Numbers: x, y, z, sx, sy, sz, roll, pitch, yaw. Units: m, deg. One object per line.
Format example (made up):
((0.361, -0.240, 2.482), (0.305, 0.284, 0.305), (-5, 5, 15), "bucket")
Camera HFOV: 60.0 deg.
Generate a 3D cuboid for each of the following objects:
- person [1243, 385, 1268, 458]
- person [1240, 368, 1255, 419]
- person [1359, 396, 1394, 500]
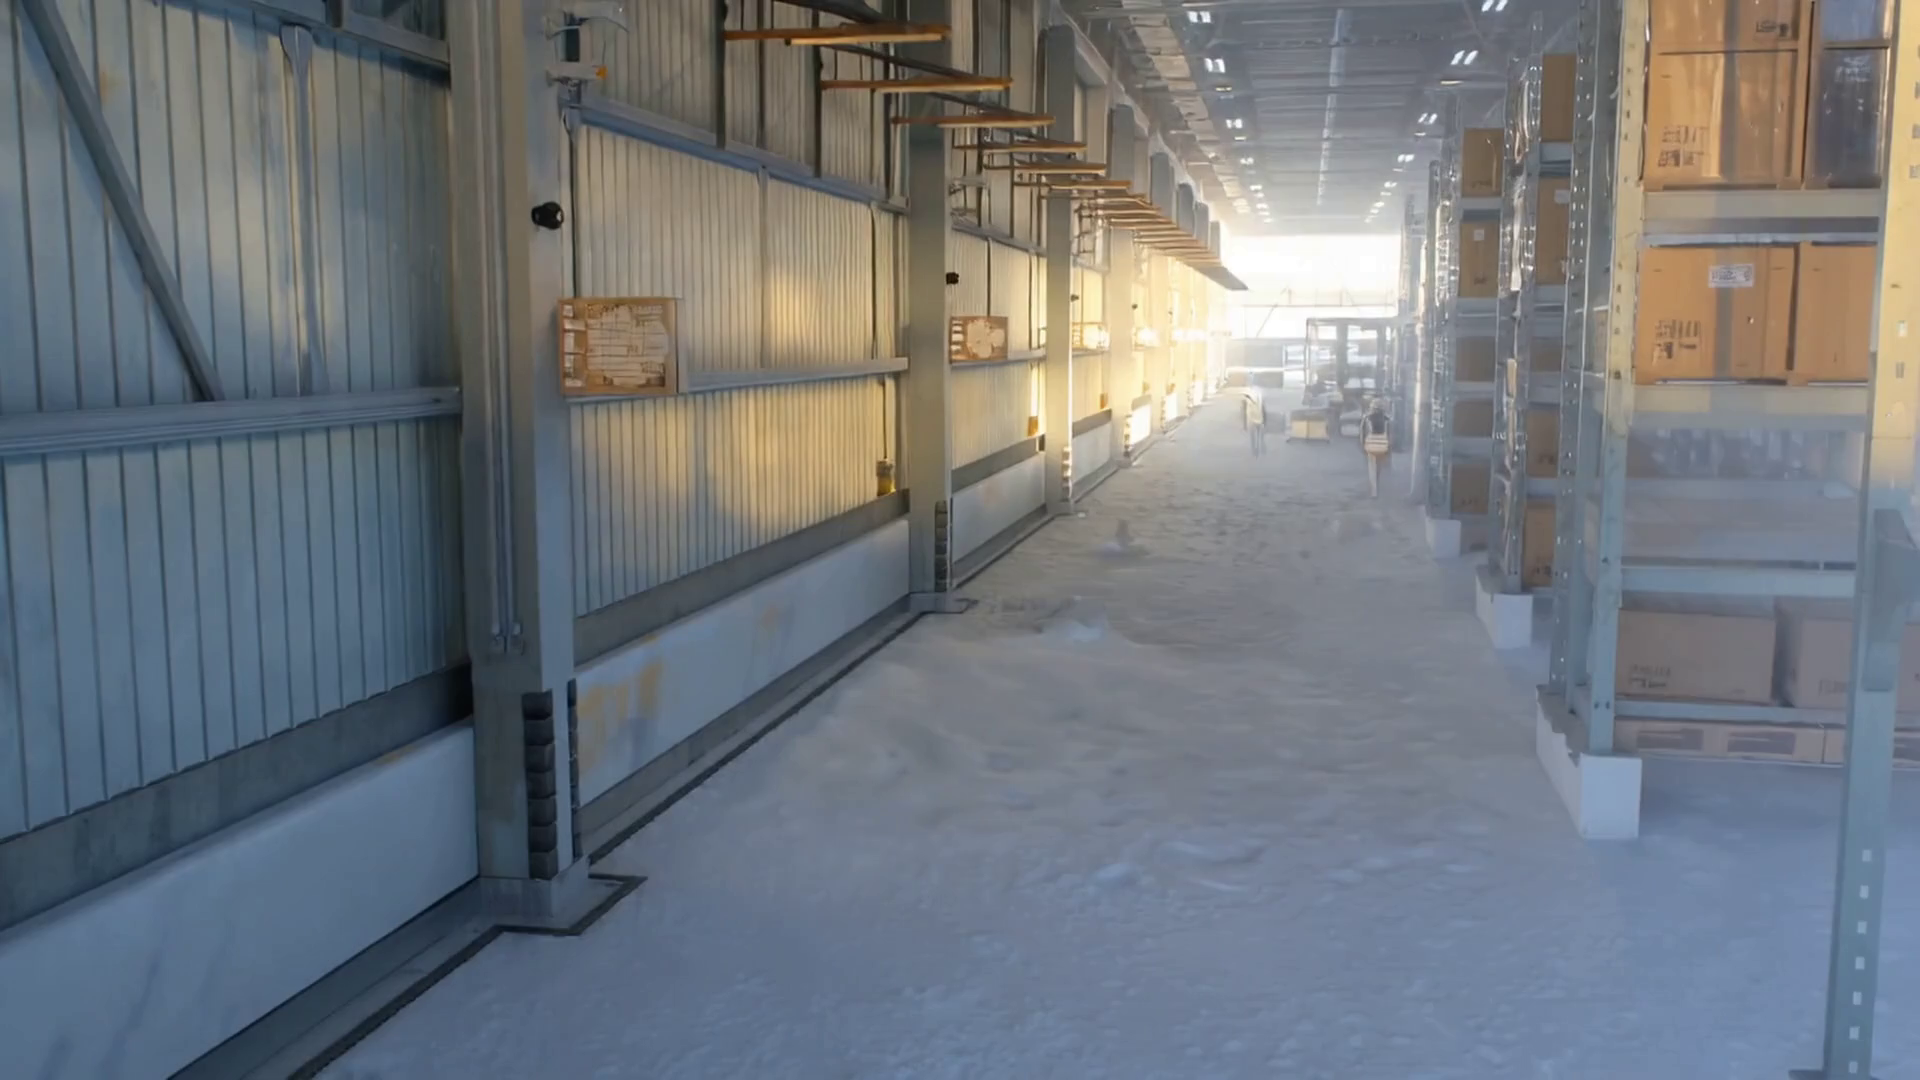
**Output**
((7.288, -2.911, 41.018), (0.654, 1.788, 0.972), (-2, 7, -13), "person")
((10.288, -5.230, 59.365), (0.390, 1.846, 0.565), (-4, 8, -31), "person")
((7.706, -1.691, 30.731), (0.601, 1.923, 0.876), (0, 7, 0), "person")
